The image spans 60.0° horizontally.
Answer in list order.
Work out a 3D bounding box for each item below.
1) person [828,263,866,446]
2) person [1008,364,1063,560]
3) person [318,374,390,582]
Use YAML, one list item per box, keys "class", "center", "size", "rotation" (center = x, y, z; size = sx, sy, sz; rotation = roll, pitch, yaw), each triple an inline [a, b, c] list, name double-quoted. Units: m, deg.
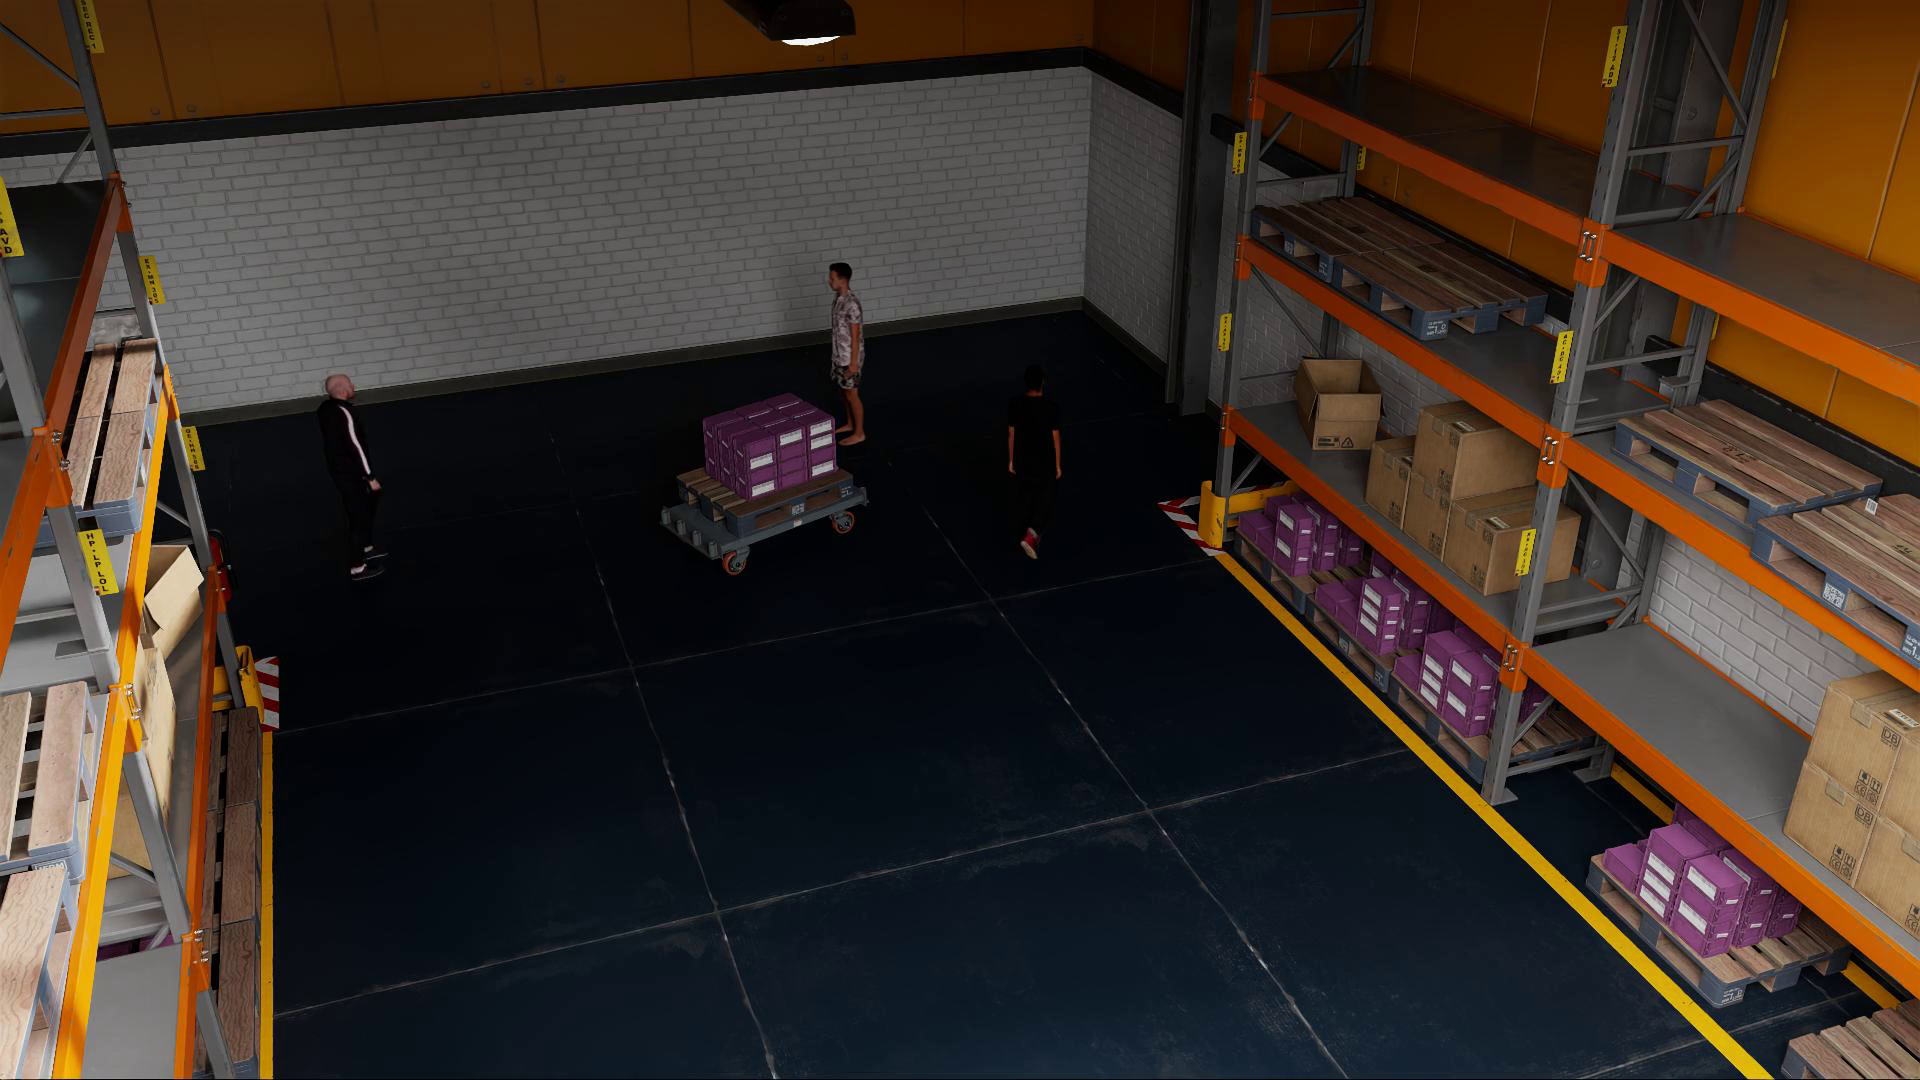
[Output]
- class: "person"
  center: [-1.083, -1.834, 16.223]
  size: [0.734, 1.811, 0.506]
  rotation: [-11, 31, -20]
- class: "person"
  center: [0.610, -0.616, 14.061]
  size: [0.914, 1.744, 0.974]
  rotation: [13, 31, 22]
- class: "person"
  center: [-5.127, -0.493, 13.756]
  size: [0.859, 1.820, 0.738]
  rotation: [-22, 36, -35]
